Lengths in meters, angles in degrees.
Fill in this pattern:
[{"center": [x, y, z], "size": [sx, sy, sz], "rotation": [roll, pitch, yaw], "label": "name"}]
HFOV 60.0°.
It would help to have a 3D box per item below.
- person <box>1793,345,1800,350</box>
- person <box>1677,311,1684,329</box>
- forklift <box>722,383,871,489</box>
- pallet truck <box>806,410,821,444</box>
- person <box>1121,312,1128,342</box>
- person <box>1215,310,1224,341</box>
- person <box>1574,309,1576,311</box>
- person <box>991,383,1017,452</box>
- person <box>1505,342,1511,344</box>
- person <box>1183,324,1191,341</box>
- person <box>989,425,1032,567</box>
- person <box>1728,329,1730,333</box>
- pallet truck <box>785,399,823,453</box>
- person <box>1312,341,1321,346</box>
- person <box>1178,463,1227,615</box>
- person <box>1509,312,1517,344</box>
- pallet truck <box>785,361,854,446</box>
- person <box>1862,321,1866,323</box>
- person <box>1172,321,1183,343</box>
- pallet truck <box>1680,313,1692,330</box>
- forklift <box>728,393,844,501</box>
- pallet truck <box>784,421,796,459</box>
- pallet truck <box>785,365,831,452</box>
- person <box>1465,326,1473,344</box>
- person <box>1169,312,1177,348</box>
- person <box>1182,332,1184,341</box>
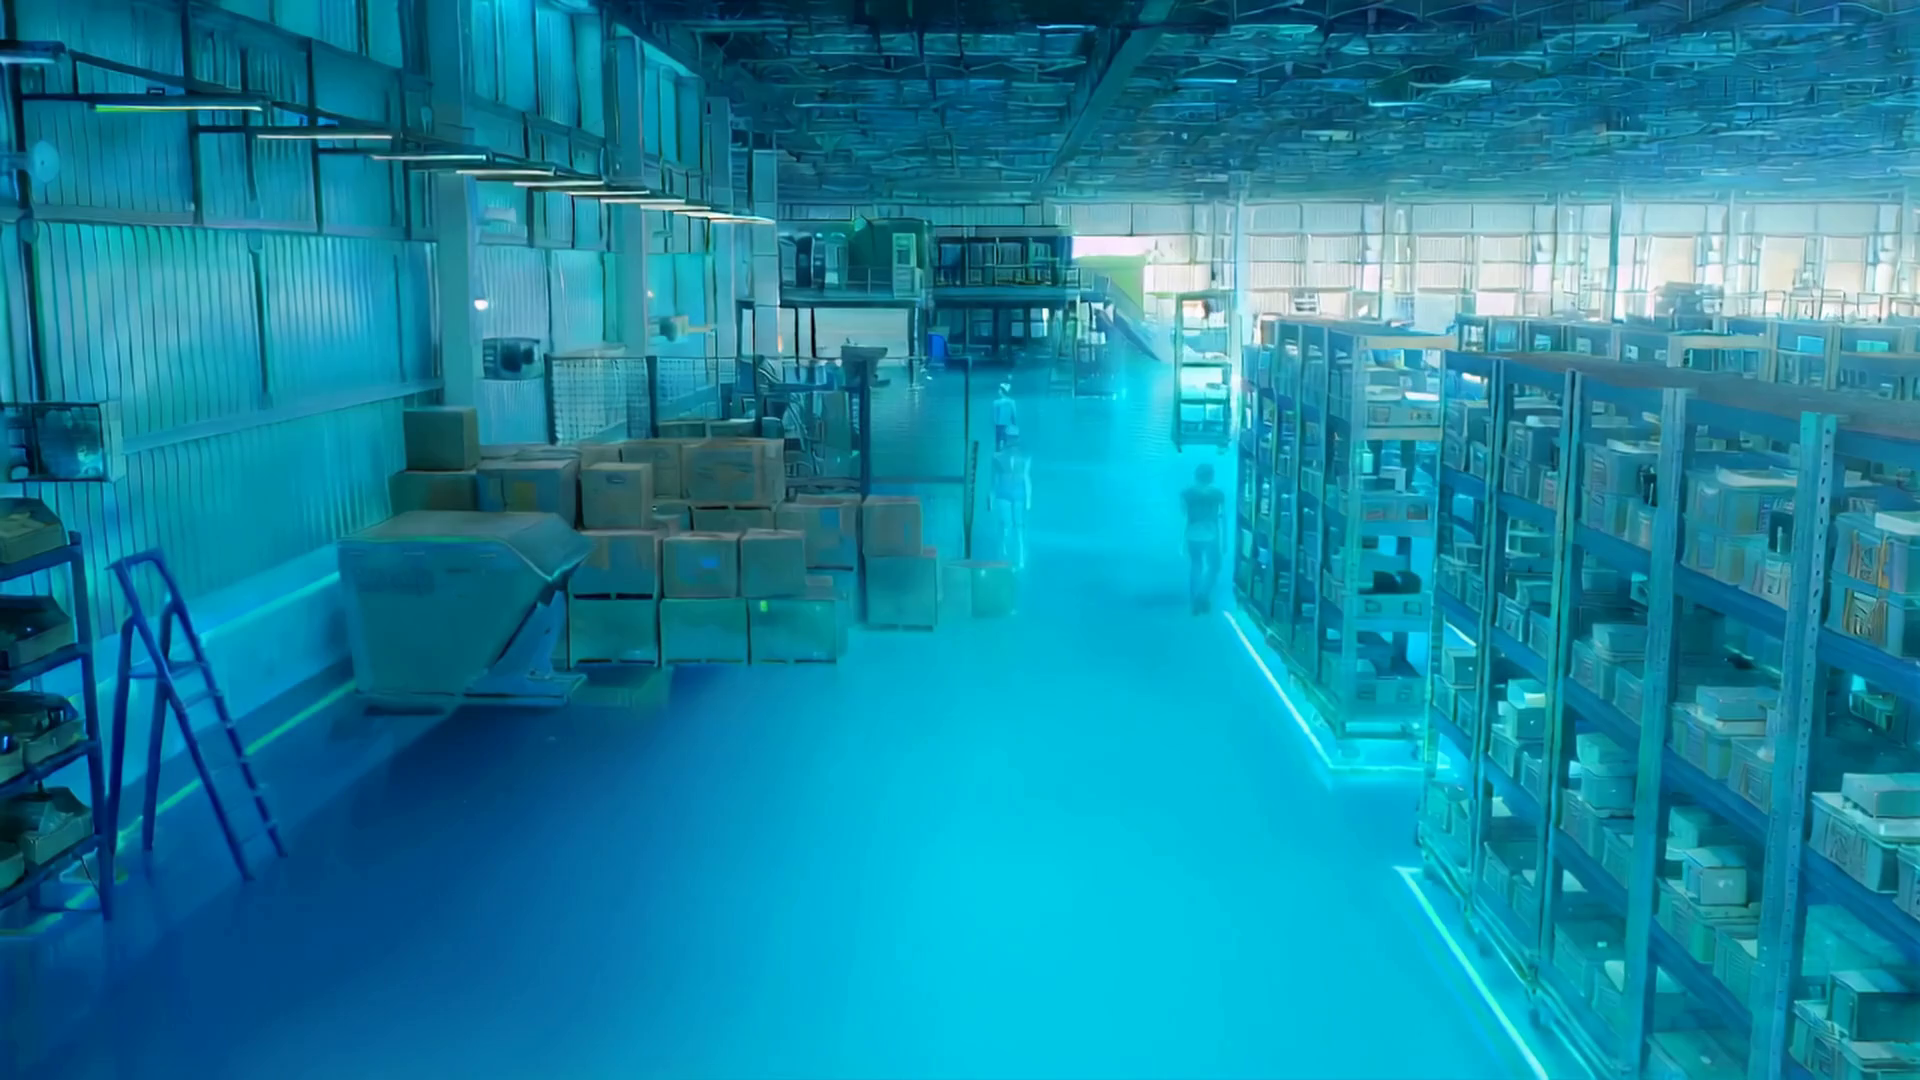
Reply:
[{"center": [27.771, -5.845, 55.703], "size": [0.650, 1.885, 0.775], "rotation": [1, 9, 6], "label": "person"}, {"center": [38.952, -11.421, 89.946], "size": [0.585, 1.928, 0.369], "rotation": [-7, 11, -36], "label": "person"}, {"center": [-2.893, -1.687, 28.729], "size": [2.680, 1.987, 1.157], "rotation": [0, 9, -1], "label": "forklift"}, {"center": [-3.559, -2.018, 33.905], "size": [1.522, 1.261, 0.704], "rotation": [0, 9, -1], "label": "pallet truck"}, {"center": [9.371, -12.230, 95.169], "size": [0.598, 1.849, 0.477], "rotation": [0, 9, -2], "label": "person"}, {"center": [15.324, -12.556, 96.987], "size": [0.953, 1.914, 0.616], "rotation": [3, 10, 19], "label": "person"}, {"center": [34.272, -11.895, 92.838], "size": [0.374, 1.939, 0.545], "rotation": [3, 10, 17], "label": "person"}, {"center": [0.921, -2.378, 34.663], "size": [0.533, 1.767, 0.315], "rotation": [2, 9, 11], "label": "person"}, {"center": [17.680, -5.519, 53.905], "size": [0.599, 1.811, 0.746], "rotation": [8, 12, 40], "label": "person"}, {"center": [13.225, -12.459, 96.617], "size": [0.634, 1.841, 0.429], "rotation": [-7, 11, -35], "label": "person"}, {"center": [0.689, -0.595, 22.989], "size": [0.613, 1.985, 0.401], "rotation": [-2, 9, -13], "label": "person"}, {"center": [29.789, -7.327, 64.593], "size": [0.608, 1.959, 0.384], "rotation": [-6, 11, -33], "label": "person"}, {"center": [-3.814, -2.432, 36.419], "size": [1.630, 1.274, 0.653], "rotation": [0, 9, 1], "label": "pallet truck"}, {"center": [15.784, -8.837, 74.360], "size": [0.583, 1.829, 1.038], "rotation": [7, 11, 37], "label": "person"}, {"center": [2.874, 0.001, 19.777], "size": [0.601, 1.826, 0.446], "rotation": [4, 10, 21], "label": "person"}, {"center": [29.665, -11.270, 89.091], "size": [0.589, 1.907, 0.510], "rotation": [-6, 11, -35], "label": "person"}, {"center": [-3.410, -3.193, 38.978], "size": [1.885, 1.965, 0.823], "rotation": [0, 9, -1], "label": "pallet truck"}, {"center": [41.110, -9.074, 75.809], "size": [0.512, 1.823, 0.980], "rotation": [0, 9, -1], "label": "person"}, {"center": [9.908, -9.097, 75.923], "size": [0.511, 1.823, 0.489], "rotation": [2, 9, 11], "label": "person"}, {"center": [36.315, -10.531, 84.244], "size": [0.823, 1.965, 1.885], "rotation": [-6, 11, -33], "label": "pallet truck"}, {"center": [-2.979, -1.316, 26.476], "size": [2.680, 1.987, 1.157], "rotation": [0, 9, 1], "label": "forklift"}, {"center": [-4.013, -1.793, 32.705], "size": [1.601, 1.201, 0.680], "rotation": [0, 9, 1], "label": "pallet truck"}, {"center": [-3.774, -2.976, 37.635], "size": [1.885, 1.965, 0.823], "rotation": [1, 9, 5], "label": "pallet truck"}, {"center": [24.758, -9.937, 80.918], "size": [0.354, 1.886, 0.572], "rotation": [-2, 9, -11], "label": "person"}, {"center": [11.359, -11.137, 88.239], "size": [0.393, 1.915, 0.589], "rotation": [-4, 10, -25], "label": "person"}, {"center": [12.820, -12.572, 97.193], "size": [0.871, 1.885, 0.600], "rotation": [-4, 10, -22], "label": "person"}]
